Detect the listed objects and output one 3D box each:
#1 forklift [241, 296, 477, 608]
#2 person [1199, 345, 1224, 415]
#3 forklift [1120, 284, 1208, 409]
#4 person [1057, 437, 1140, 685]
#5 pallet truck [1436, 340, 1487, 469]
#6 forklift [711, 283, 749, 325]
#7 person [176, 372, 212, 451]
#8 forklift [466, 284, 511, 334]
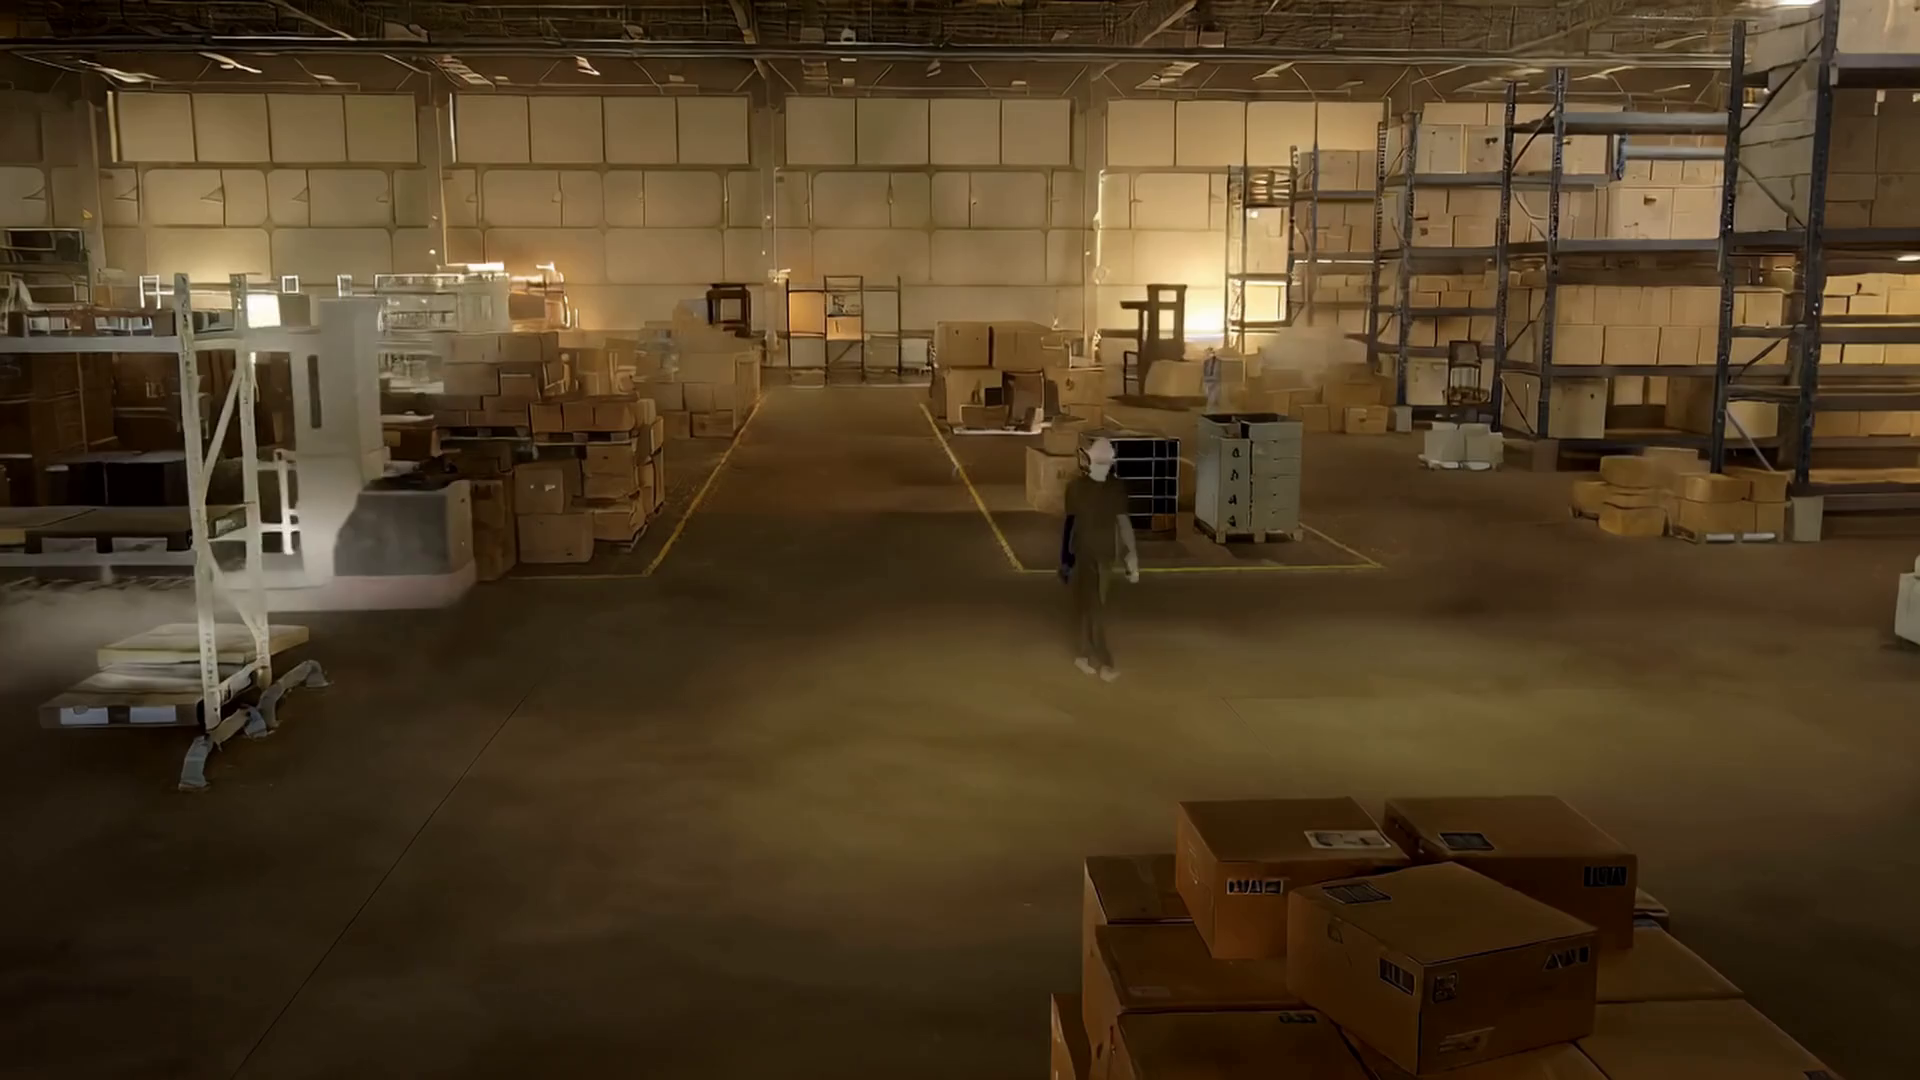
[{"bbox_3d":[-5.561,-0.847,15.346,1.873,2.768,1.129,-1,9,-4],"label":"forklift"},{"bbox_3d":[5.005,-3.091,33.393,0.637,1.616,0.542,-8,12,-41],"label":"person"},{"bbox_3d":[4.692,-4.430,37.846,1.129,2.768,1.873,-6,11,-33],"label":"forklift"},{"bbox_3d":[1.070,0.158,12.325,0.557,1.825,0.932,-4,10,-22],"label":"person"},{"bbox_3d":[8.004,-2.170,26.422,0.823,1.965,1.885,2,9,14],"label":"pallet truck"},{"bbox_3d":[-5.900,-5.230,42.869,1.129,2.768,1.873,-1,9,-4],"label":"forklift"},{"bbox_3d":[-11.150,-1.628,24.177,0.516,1.622,0.657,0,9,-1],"label":"person"},{"bbox_3d":[-10.636,-4.409,37.714,1.129,2.768,1.873,-7,11,-36],"label":"forklift"}]
